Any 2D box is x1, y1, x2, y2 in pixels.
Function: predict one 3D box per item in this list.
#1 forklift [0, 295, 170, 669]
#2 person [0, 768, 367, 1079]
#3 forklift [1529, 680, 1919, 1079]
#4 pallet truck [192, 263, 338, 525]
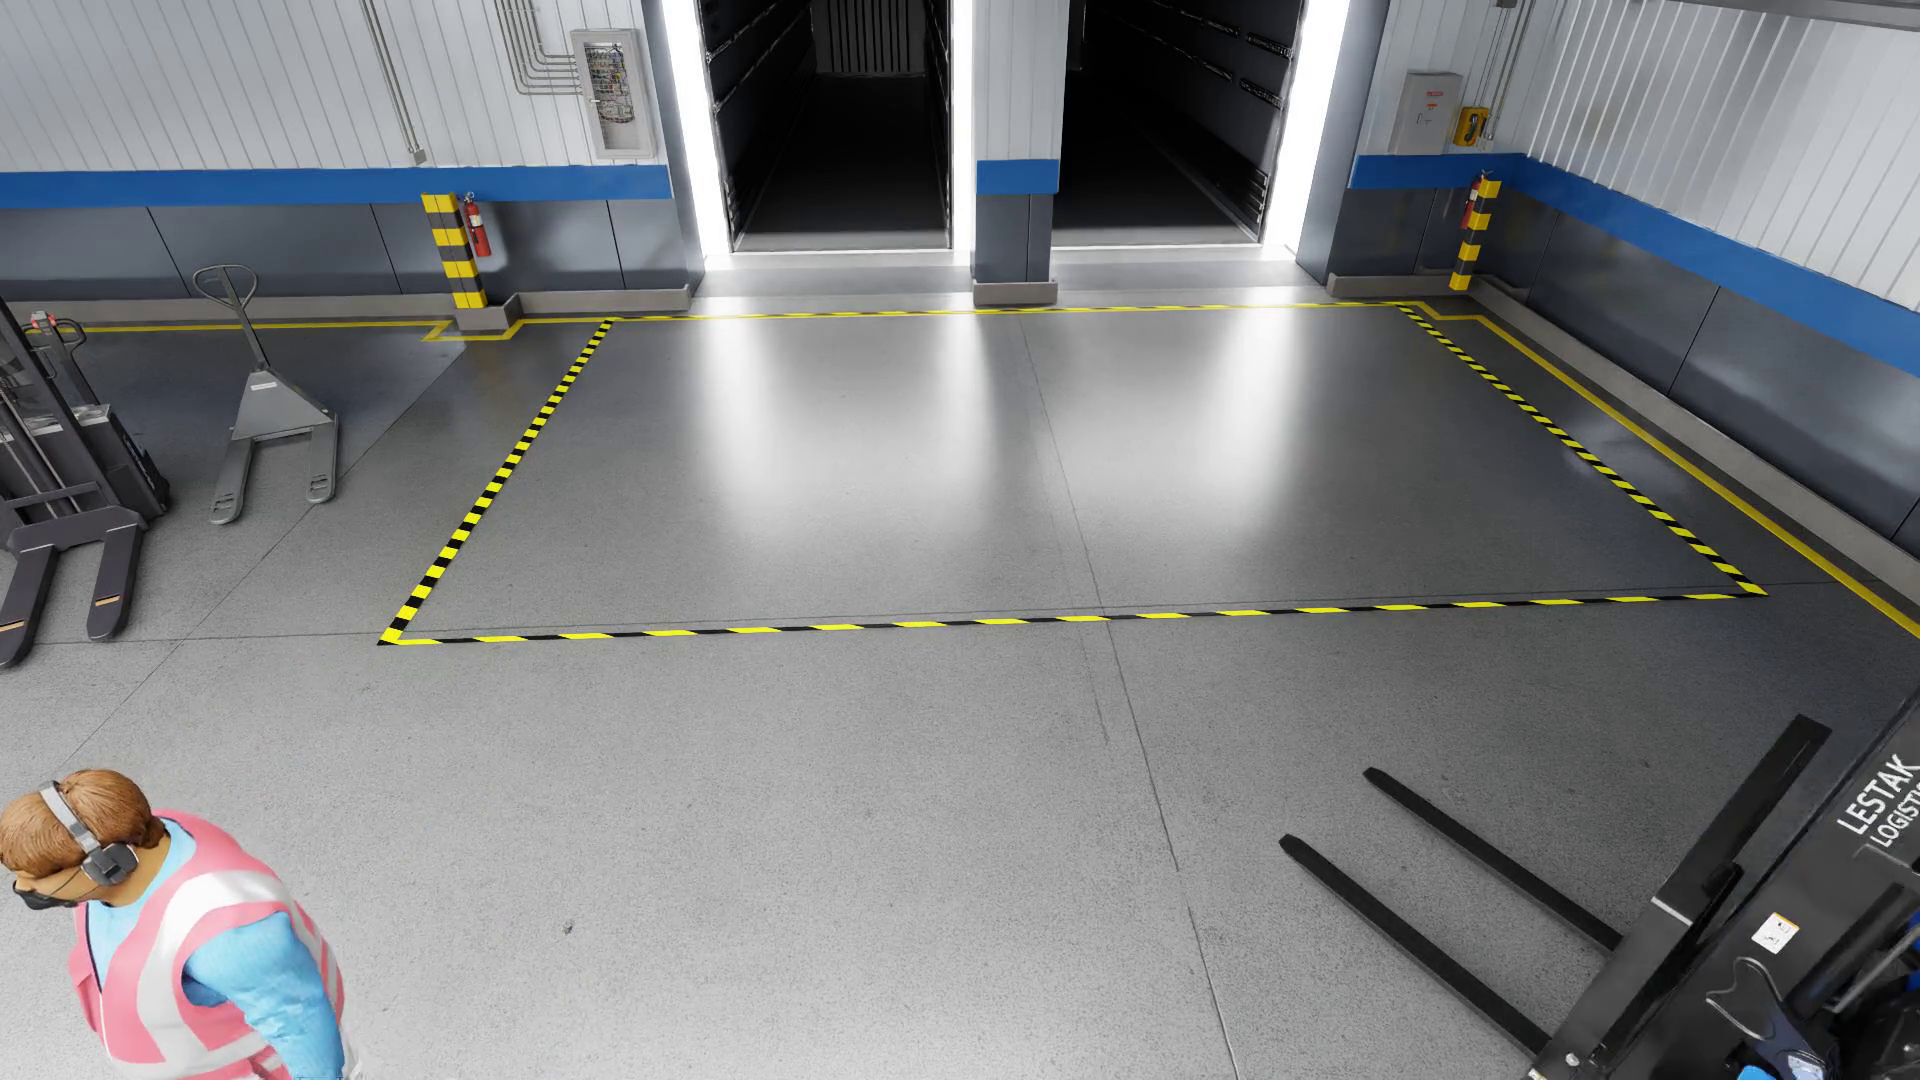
[{"bbox_3d":[-5.212,-0.618,4.878,0.823,1.965,1.885,-20,39,-26],"label":"forklift"},{"bbox_3d":[-1.793,1.253,2.332,0.638,1.846,0.429,18,39,24],"label":"person"},{"bbox_3d":[2.988,1.363,1.720,1.157,2.036,2.680,-23,41,-30],"label":"forklift"},{"bbox_3d":[-4.778,-1.027,6.128,0.680,1.201,1.601,-17,38,-23],"label":"pallet truck"}]
